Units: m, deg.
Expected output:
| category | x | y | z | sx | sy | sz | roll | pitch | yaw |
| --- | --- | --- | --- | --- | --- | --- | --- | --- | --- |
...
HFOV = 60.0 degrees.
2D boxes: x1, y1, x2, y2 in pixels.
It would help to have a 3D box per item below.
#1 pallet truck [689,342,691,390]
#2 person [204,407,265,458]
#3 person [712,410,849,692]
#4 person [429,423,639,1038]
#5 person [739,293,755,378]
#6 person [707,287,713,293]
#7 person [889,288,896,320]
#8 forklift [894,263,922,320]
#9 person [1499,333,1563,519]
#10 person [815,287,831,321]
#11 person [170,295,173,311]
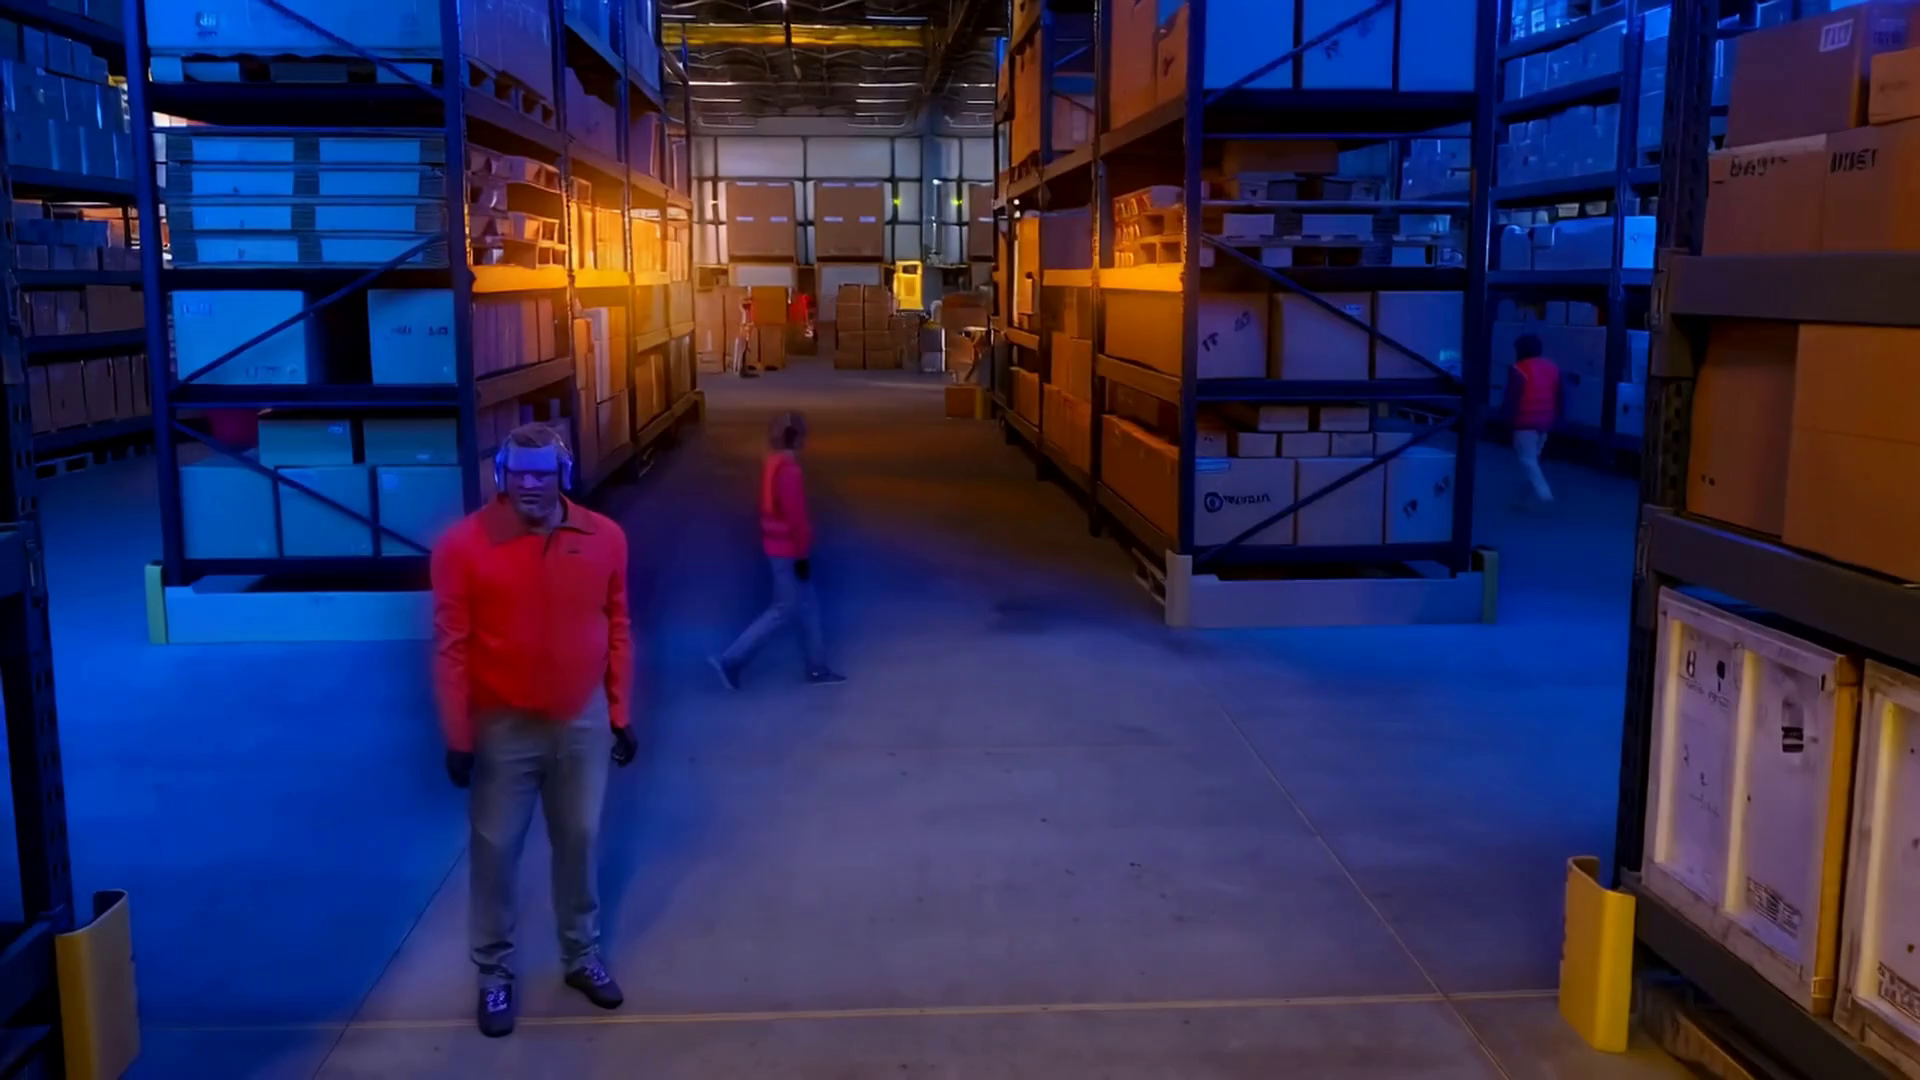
| category | x | y | z | sx | sy | sz | roll | pitch | yaw |
| --- | --- | --- | --- | --- | --- | --- | --- | --- | --- |
| pallet truck | -5.225 | -3.008 | 27.480 | 1.885 | 1.965 | 0.823 | 2 | 9 | 14 |
| person | -7.189 | -1.181 | 16.506 | 0.654 | 1.851 | 1.012 | 0 | 9 | 1 |
| person | -1.022 | 0.070 | 9.369 | 0.739 | 1.609 | 0.522 | -2 | 9 | -15 |
| person | -1.315 | 0.580 | 5.247 | 0.642 | 1.905 | 0.399 | -6 | 11 | -31 |
| person | -4.915 | -4.701 | 38.302 | 0.360 | 1.938 | 0.546 | -2 | 9 | -13 |
| person | -9.447 | -8.672 | 63.274 | 0.403 | 1.919 | 0.553 | 0 | 9 | 2 |
| person | -2.473 | -8.528 | 62.506 | 0.572 | 1.883 | 0.356 | 0 | 9 | 0 |
| forklift | -1.955 | -8.949 | 62.023 | 1.129 | 2.768 | 1.873 | -1 | 9 | -4 |
| person | 5.553 | -1.082 | 16.002 | 0.630 | 1.808 | 0.786 | -4 | 10 | -25 |
| person | -4.923 | -8.218 | 60.459 | 0.577 | 1.919 | 0.631 | 9 | 13 | 44 |
| person | -29.537 | -8.625 | 62.781 | 0.399 | 1.990 | 0.623 | 1 | 9 | 5 |
